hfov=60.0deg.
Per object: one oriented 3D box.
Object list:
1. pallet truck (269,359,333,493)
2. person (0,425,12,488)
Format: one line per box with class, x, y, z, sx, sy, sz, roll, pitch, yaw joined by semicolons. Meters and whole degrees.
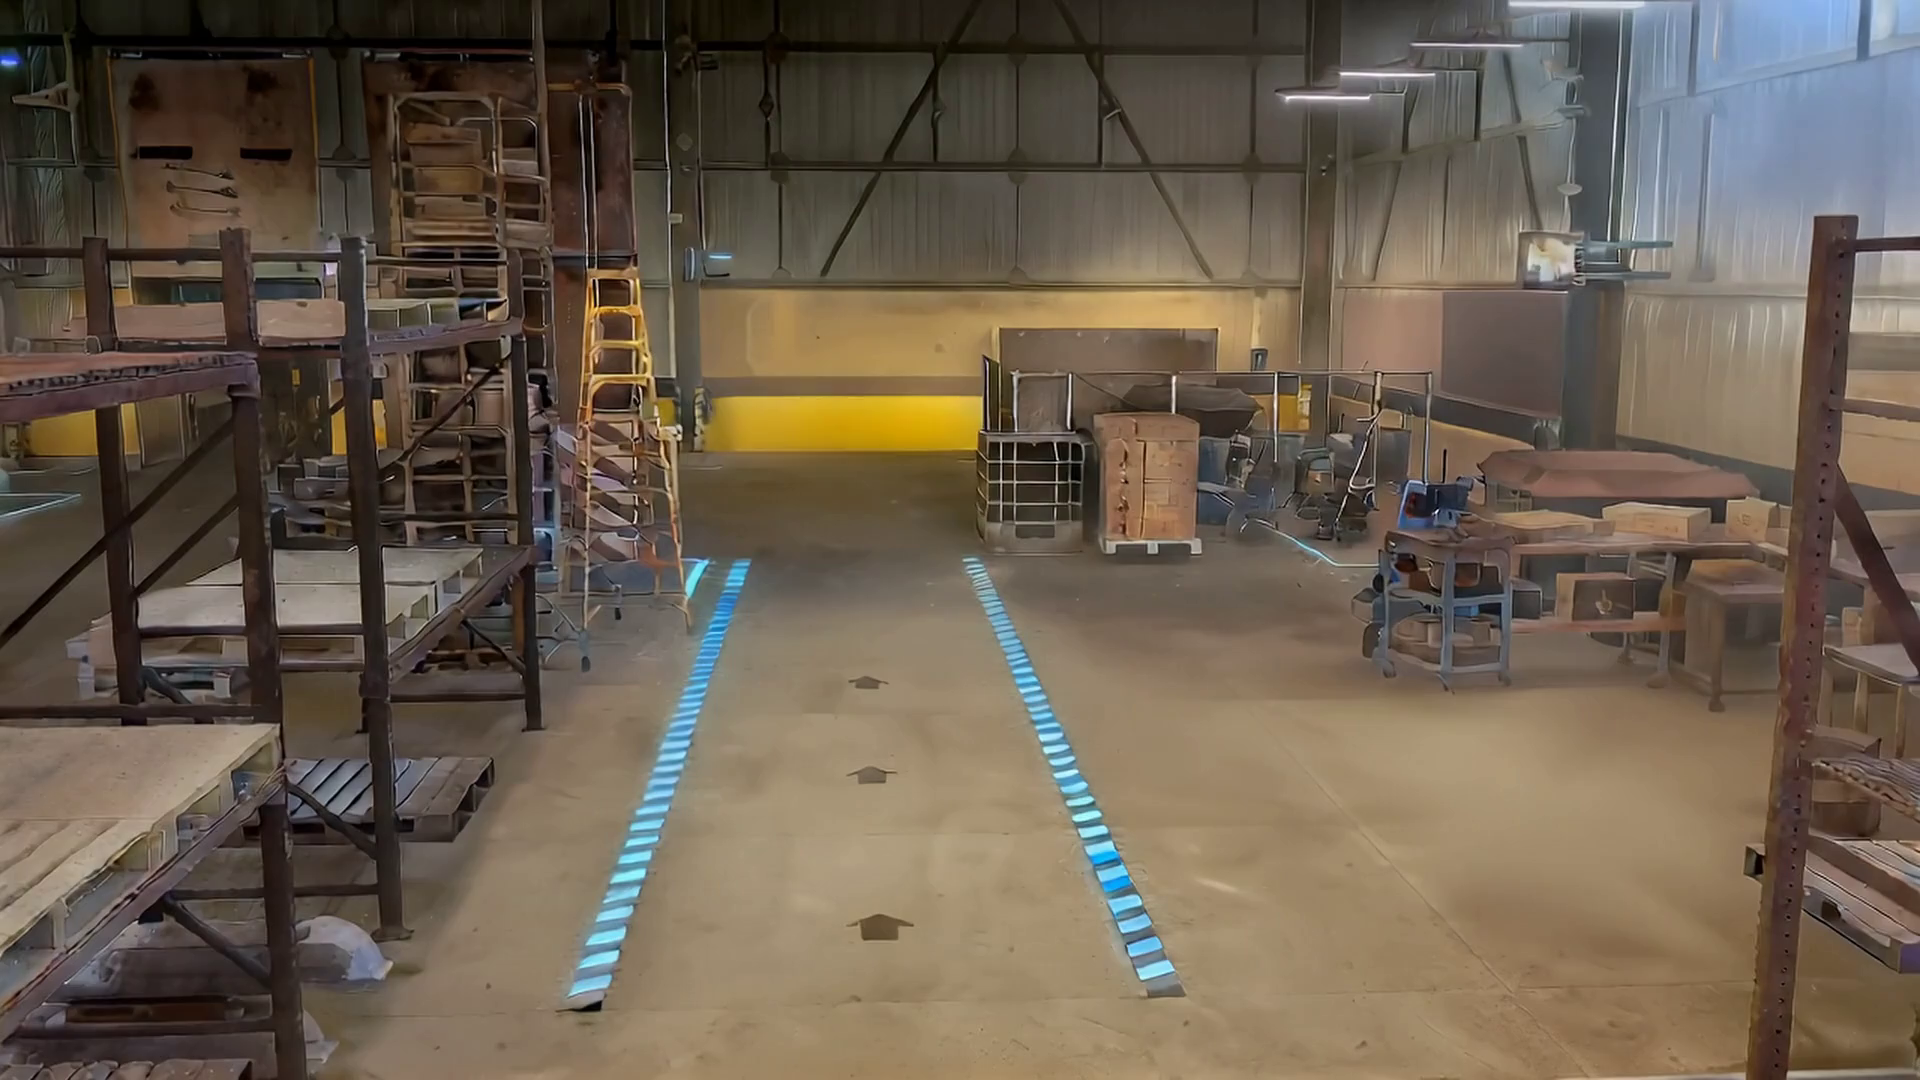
pallet truck;-7.062;-1.131;18.996;1.885;1.965;0.823;2;9;13
person;-13.152;-1.666;22.577;0.389;1.930;0.544;-8;12;-41
